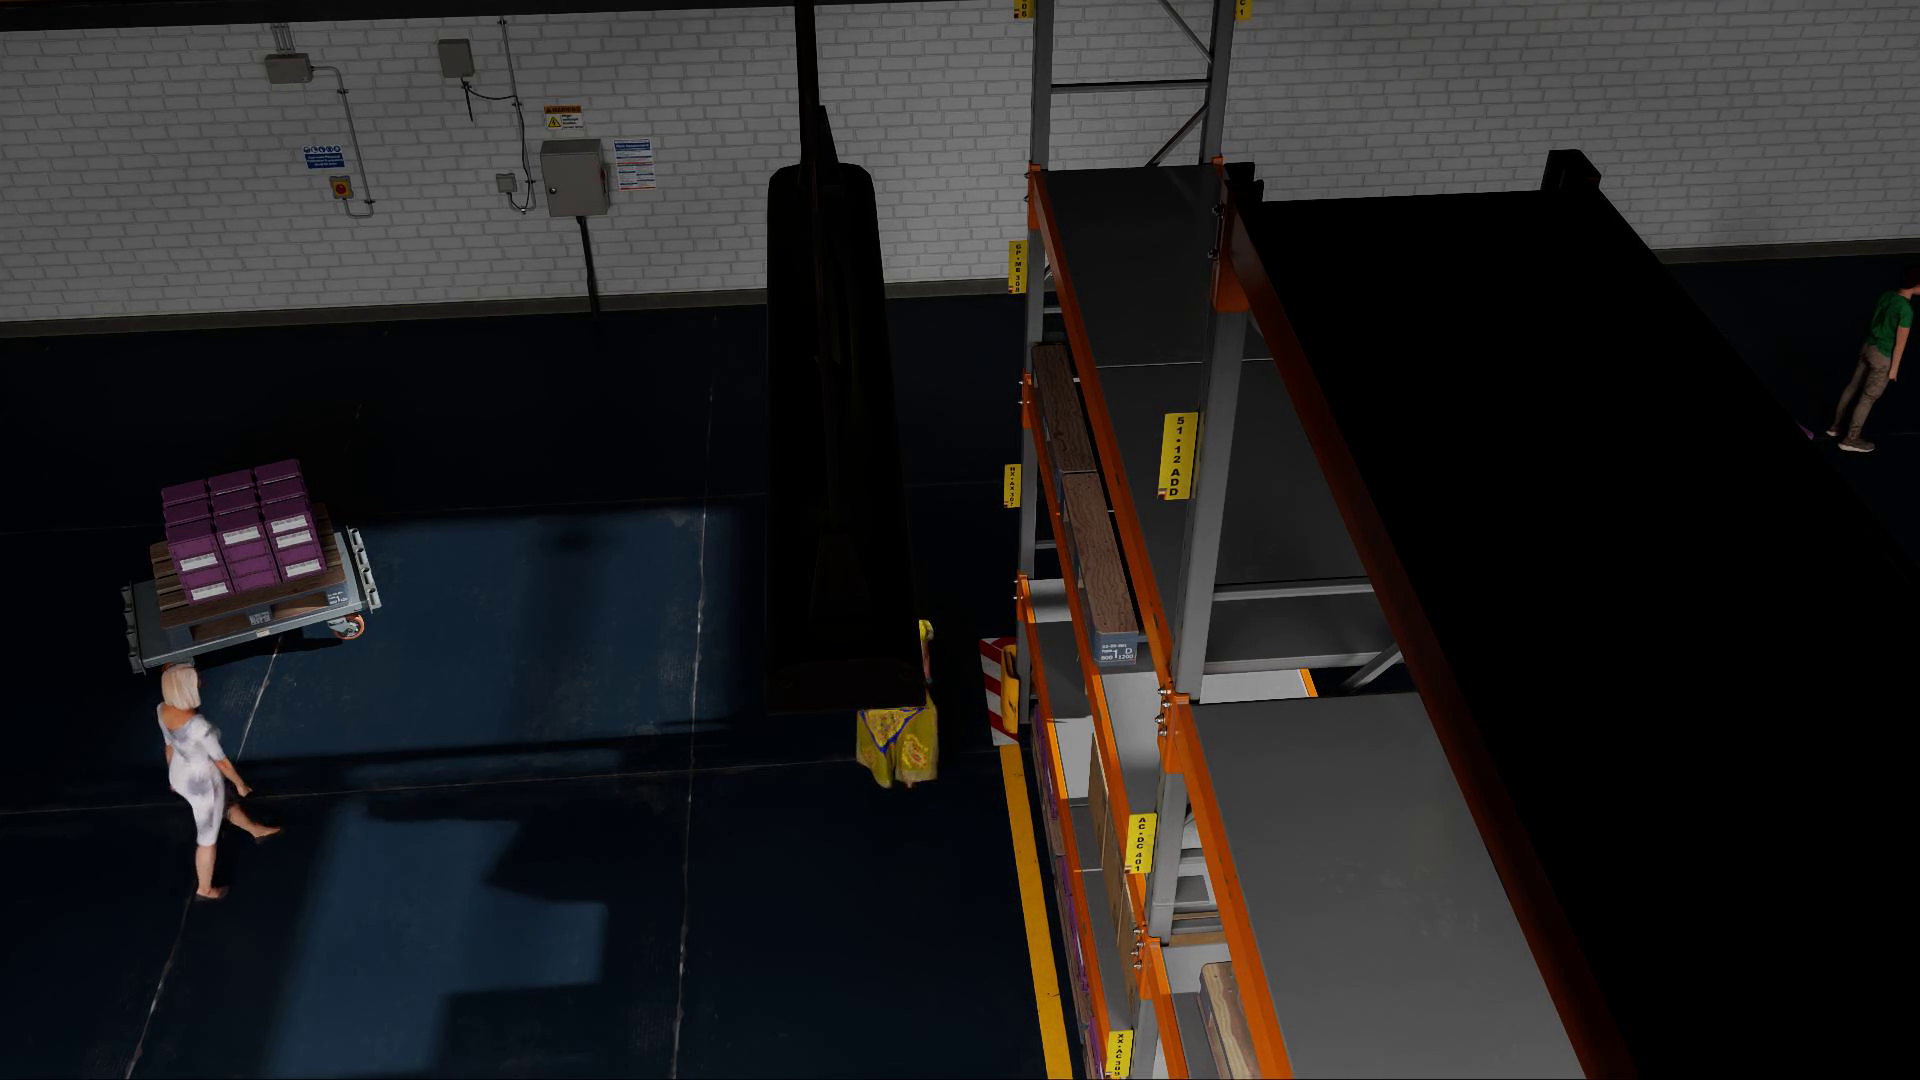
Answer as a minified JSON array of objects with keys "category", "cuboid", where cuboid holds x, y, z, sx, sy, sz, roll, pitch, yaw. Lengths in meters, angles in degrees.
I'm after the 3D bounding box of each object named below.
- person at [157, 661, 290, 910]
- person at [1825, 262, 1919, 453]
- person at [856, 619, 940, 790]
[{"category":"person","cuboid":[-4.458,1.470,9.640,0.931,1.709,1.049,21,43,25]},{"category":"person","cuboid":[7.394,-1.491,13.392,0.641,1.653,0.459,-2,39,-2]},{"category":"person","cuboid":[-0.406,0.967,10.323,0.725,1.644,0.881,-2,39,-2]}]
